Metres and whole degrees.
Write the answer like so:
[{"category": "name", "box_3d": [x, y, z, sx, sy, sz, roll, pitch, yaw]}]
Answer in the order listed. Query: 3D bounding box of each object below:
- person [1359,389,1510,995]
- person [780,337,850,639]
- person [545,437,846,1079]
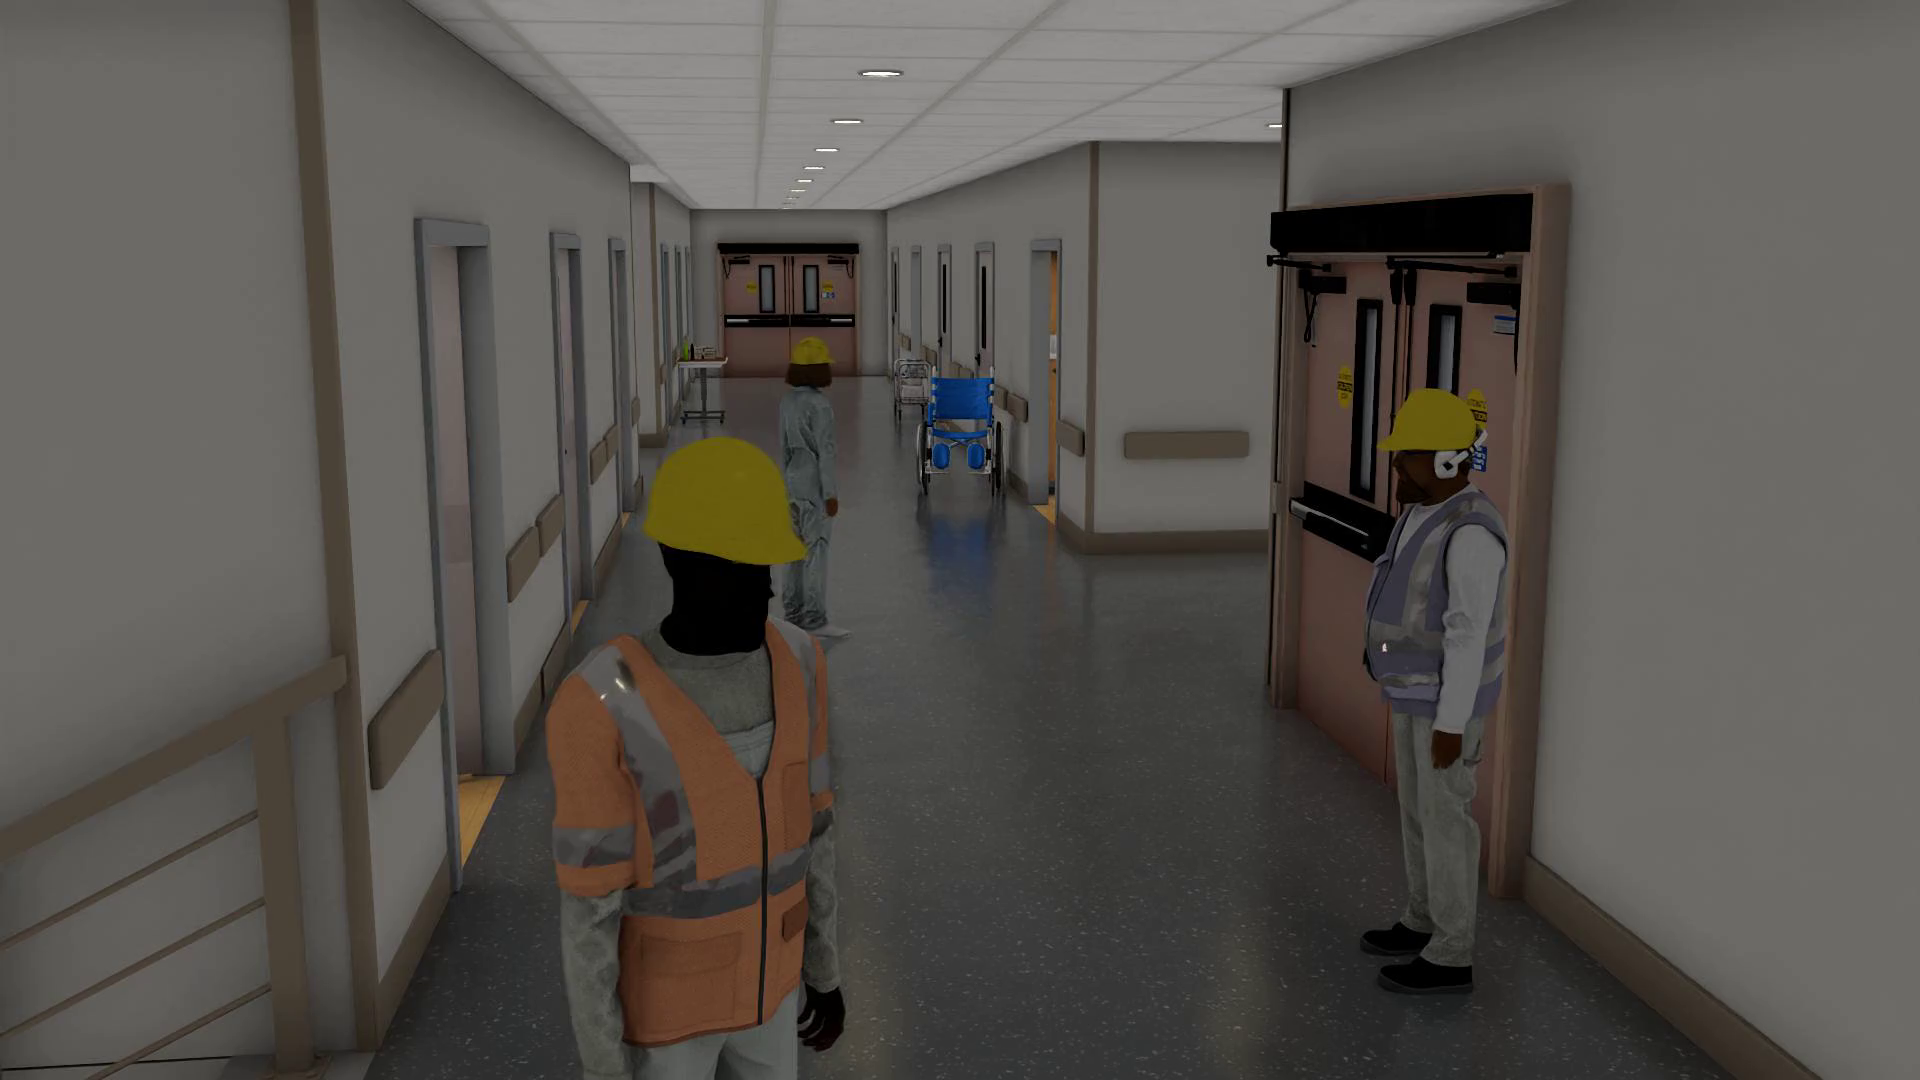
[{"category": "person", "box_3d": [1.421, 0.455, 5.037, 0.404, 1.824, 0.585, -1, 10, -3]}, {"category": "person", "box_3d": [-0.852, -0.299, 9.643, 0.329, 1.738, 0.503, -8, 12, -37]}, {"category": "person", "box_3d": [-0.418, 0.774, 2.887, 0.397, 1.920, 0.586, 8, 13, 39]}]
